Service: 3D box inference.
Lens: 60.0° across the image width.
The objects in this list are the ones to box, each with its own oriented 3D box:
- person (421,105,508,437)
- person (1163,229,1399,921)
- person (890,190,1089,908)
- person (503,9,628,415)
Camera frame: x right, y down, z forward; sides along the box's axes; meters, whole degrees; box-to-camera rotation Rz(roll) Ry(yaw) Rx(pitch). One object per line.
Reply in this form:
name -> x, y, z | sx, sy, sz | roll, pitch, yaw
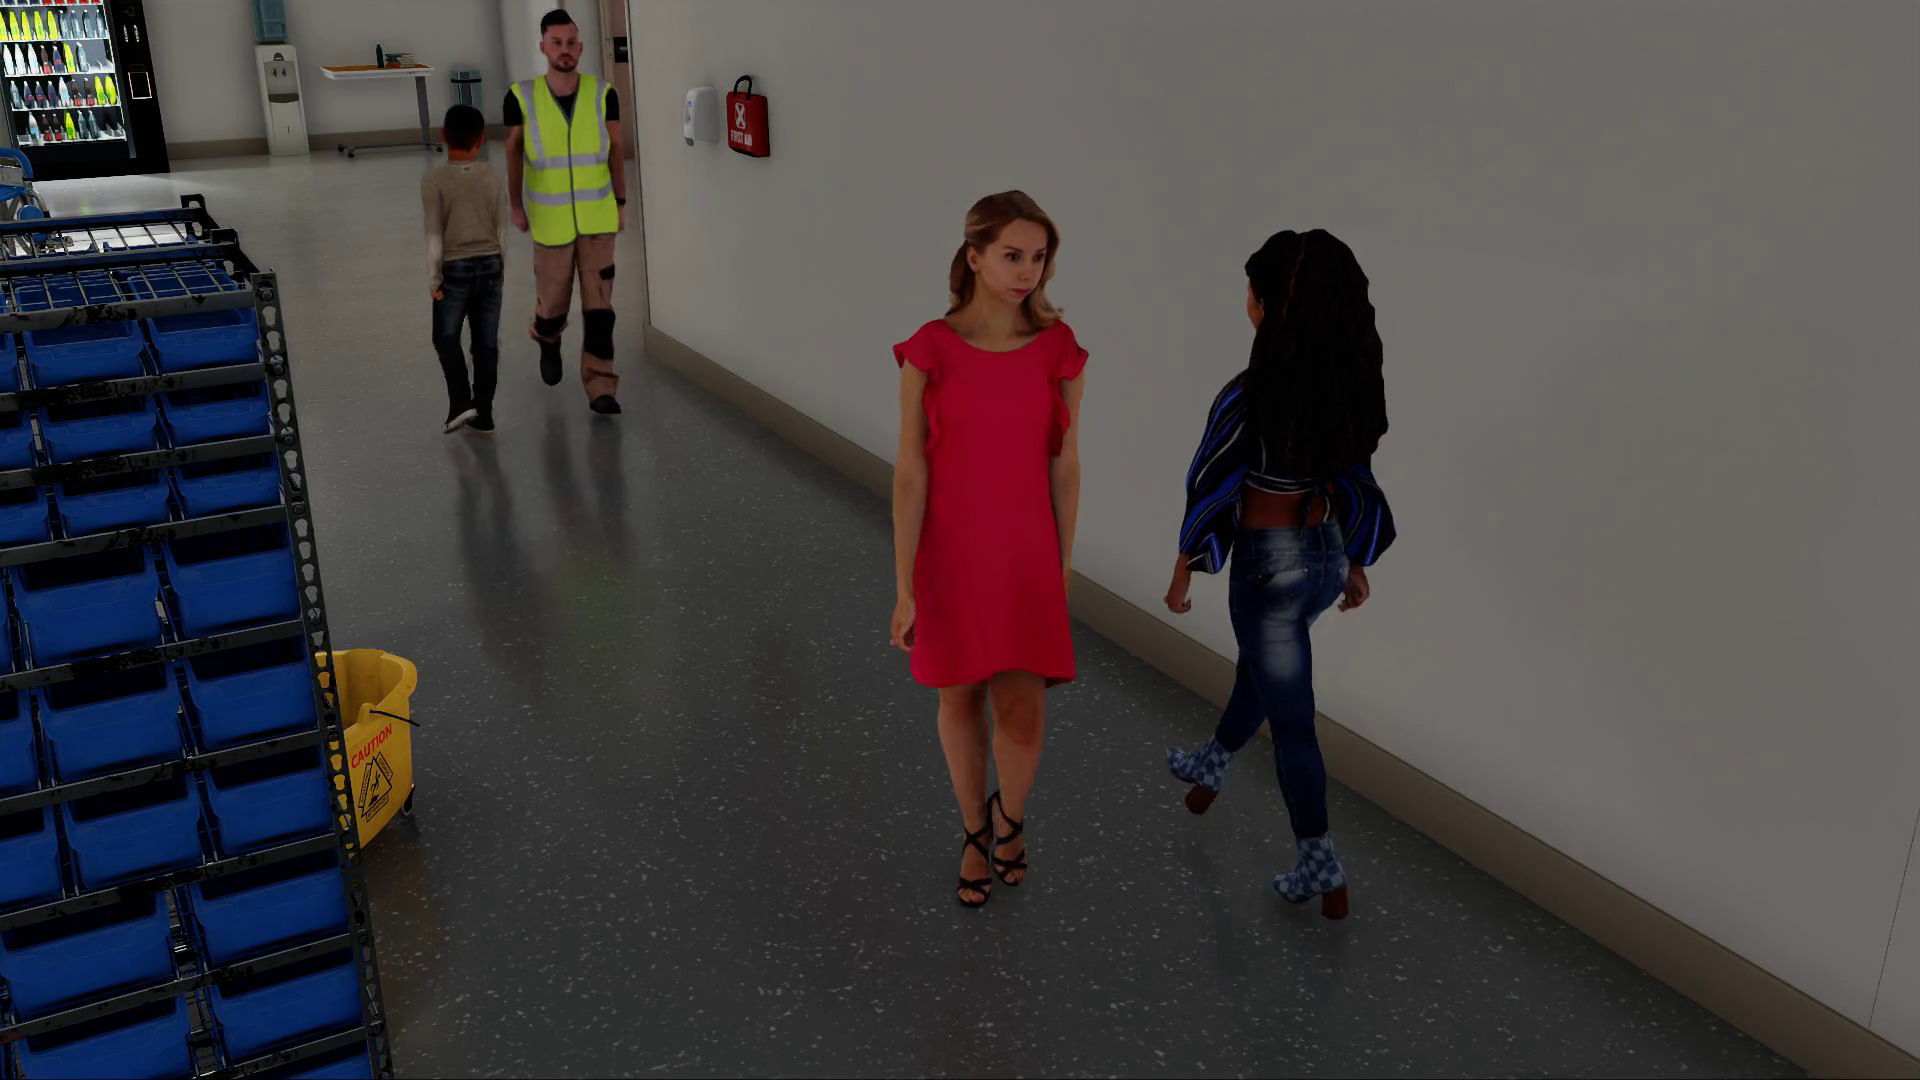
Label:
person -> -2.120, -1.149, 7.309 | 0.526, 1.453, 0.634 | -16, 26, -35
person -> 0.787, 0.125, 3.754 | 0.881, 1.589, 0.721 | -13, 24, -30
person -> 0.052, 0.036, 3.818 | 0.673, 1.711, 0.752 | 0, 21, 1
person -> -1.802, -1.499, 7.706 | 0.959, 1.826, 0.833 | -8, 22, -20
